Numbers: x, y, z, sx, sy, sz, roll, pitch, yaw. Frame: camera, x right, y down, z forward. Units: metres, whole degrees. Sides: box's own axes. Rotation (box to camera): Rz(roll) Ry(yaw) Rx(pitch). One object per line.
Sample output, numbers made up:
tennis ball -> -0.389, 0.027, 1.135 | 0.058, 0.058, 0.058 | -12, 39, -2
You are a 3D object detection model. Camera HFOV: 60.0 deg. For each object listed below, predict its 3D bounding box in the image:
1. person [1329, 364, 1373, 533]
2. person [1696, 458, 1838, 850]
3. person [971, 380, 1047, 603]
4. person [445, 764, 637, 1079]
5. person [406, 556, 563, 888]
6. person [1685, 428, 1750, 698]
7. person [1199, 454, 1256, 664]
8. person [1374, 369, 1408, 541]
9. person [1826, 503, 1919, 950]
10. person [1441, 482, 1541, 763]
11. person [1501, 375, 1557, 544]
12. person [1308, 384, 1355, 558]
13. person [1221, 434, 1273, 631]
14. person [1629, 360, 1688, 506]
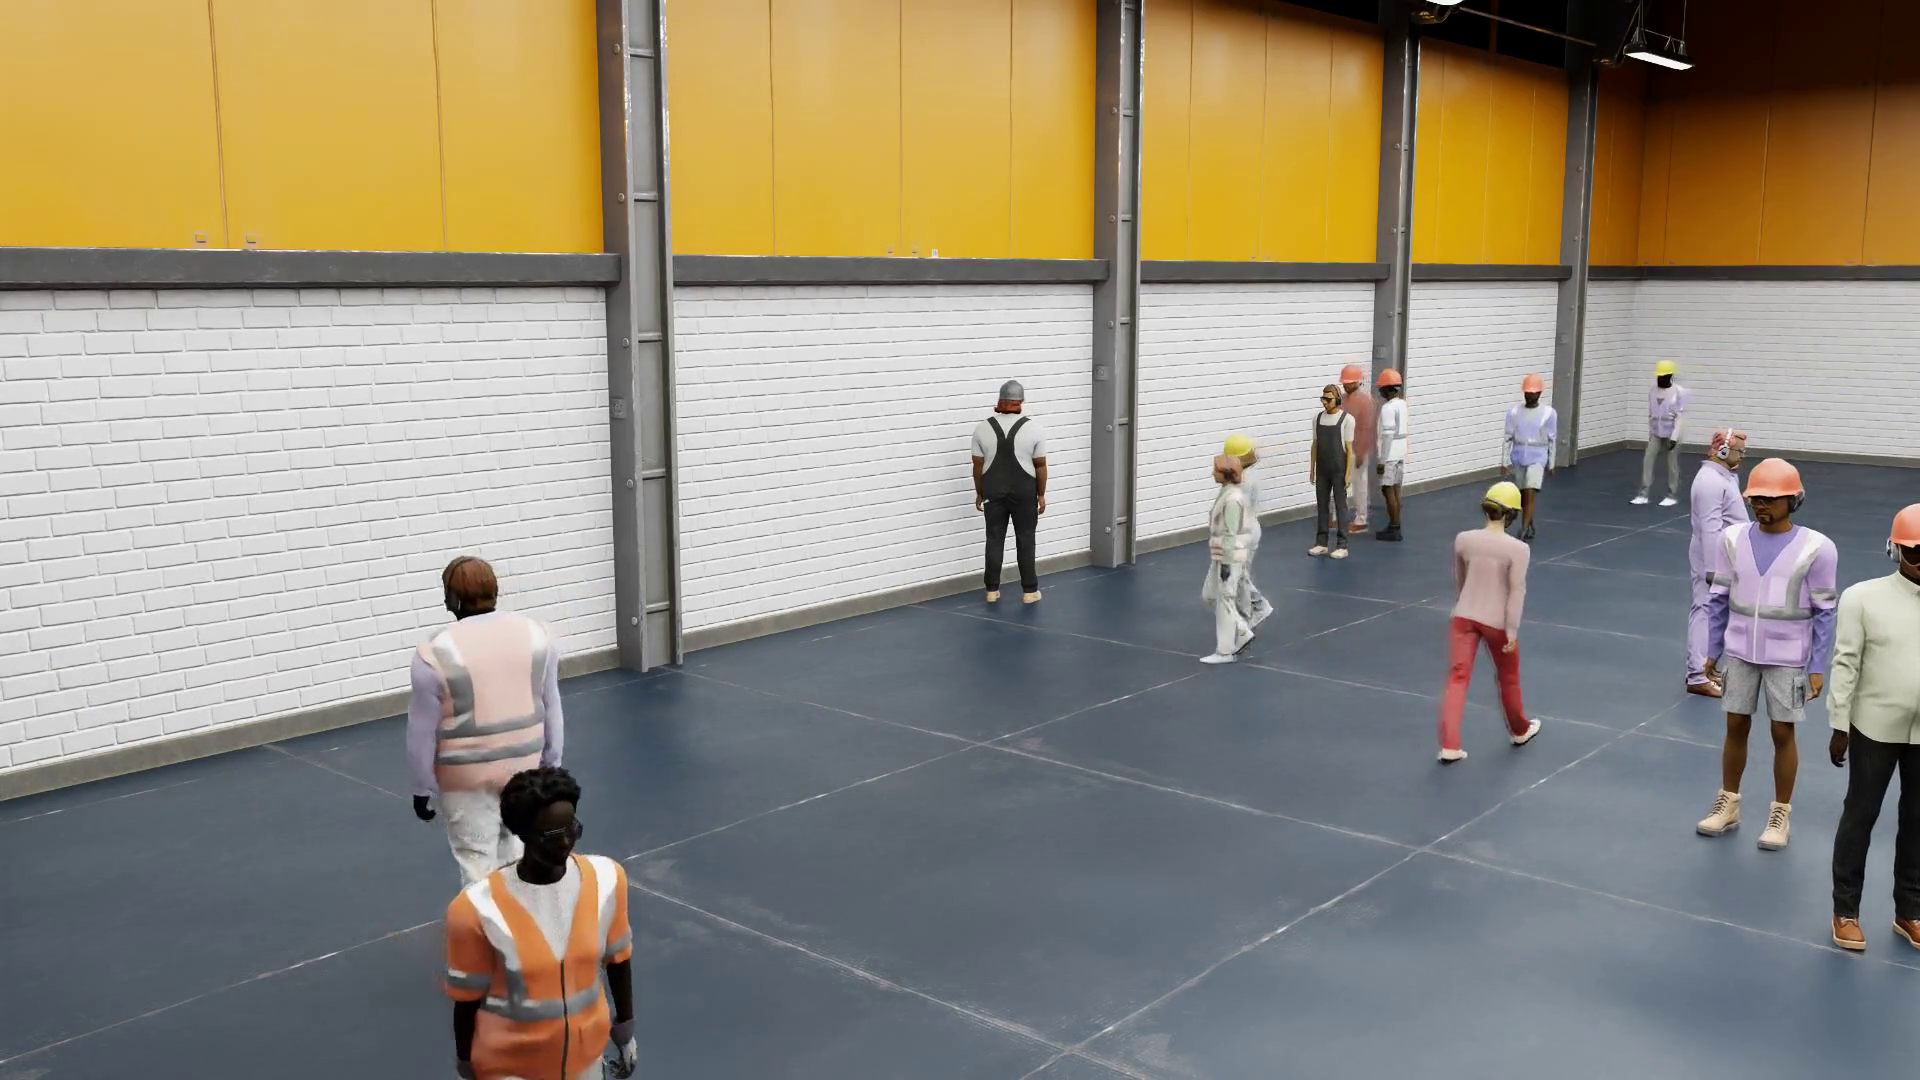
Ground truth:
person -> 4.470, -1.042, 19.116 | 0.573, 1.962, 0.661 | -4, 10, -22
person -> 4.180, 0.590, 8.647 | 0.395, 2.042, 0.611 | -8, 12, -42
person -> 0.470, -0.450, 15.183 | 0.688, 2.000, 0.537 | 2, 9, 13
person -> -1.201, 1.409, 4.699 | 0.528, 1.673, 0.788 | -8, 12, -40
person -> -1.999, 0.965, 6.966 | 0.657, 1.825, 0.495 | -8, 12, -41
person -> 5.390, 0.153, 11.836 | 0.407, 1.904, 0.639 | 4, 10, 25
person -> 2.022, 0.148, 12.696 | 0.364, 1.626, 0.534 | 1, 9, 4
person -> 4.833, -0.937, 18.657 | 0.419, 1.934, 0.576 | 6, 11, 32
person -> 4.150, 0.824, 7.325 | 0.622, 1.994, 0.381 | 1, 9, 5
person -> 3.283, 0.494, 10.271 | 0.530, 1.715, 0.911 | 9, 12, 43
person -> 6.328, -0.897, 18.471 | 0.545, 1.899, 1.000 | 6, 11, 32
person -> 3.919, -0.728, 17.573 | 0.505, 1.842, 0.332 | 8, 12, 42
person -> 2.320, -0.028, 13.607 | 0.432, 1.702, 0.519 | 0, 9, 2
person -> 8.963, -1.351, 21.305 | 0.836, 1.894, 0.588 | -6, 11, -32
